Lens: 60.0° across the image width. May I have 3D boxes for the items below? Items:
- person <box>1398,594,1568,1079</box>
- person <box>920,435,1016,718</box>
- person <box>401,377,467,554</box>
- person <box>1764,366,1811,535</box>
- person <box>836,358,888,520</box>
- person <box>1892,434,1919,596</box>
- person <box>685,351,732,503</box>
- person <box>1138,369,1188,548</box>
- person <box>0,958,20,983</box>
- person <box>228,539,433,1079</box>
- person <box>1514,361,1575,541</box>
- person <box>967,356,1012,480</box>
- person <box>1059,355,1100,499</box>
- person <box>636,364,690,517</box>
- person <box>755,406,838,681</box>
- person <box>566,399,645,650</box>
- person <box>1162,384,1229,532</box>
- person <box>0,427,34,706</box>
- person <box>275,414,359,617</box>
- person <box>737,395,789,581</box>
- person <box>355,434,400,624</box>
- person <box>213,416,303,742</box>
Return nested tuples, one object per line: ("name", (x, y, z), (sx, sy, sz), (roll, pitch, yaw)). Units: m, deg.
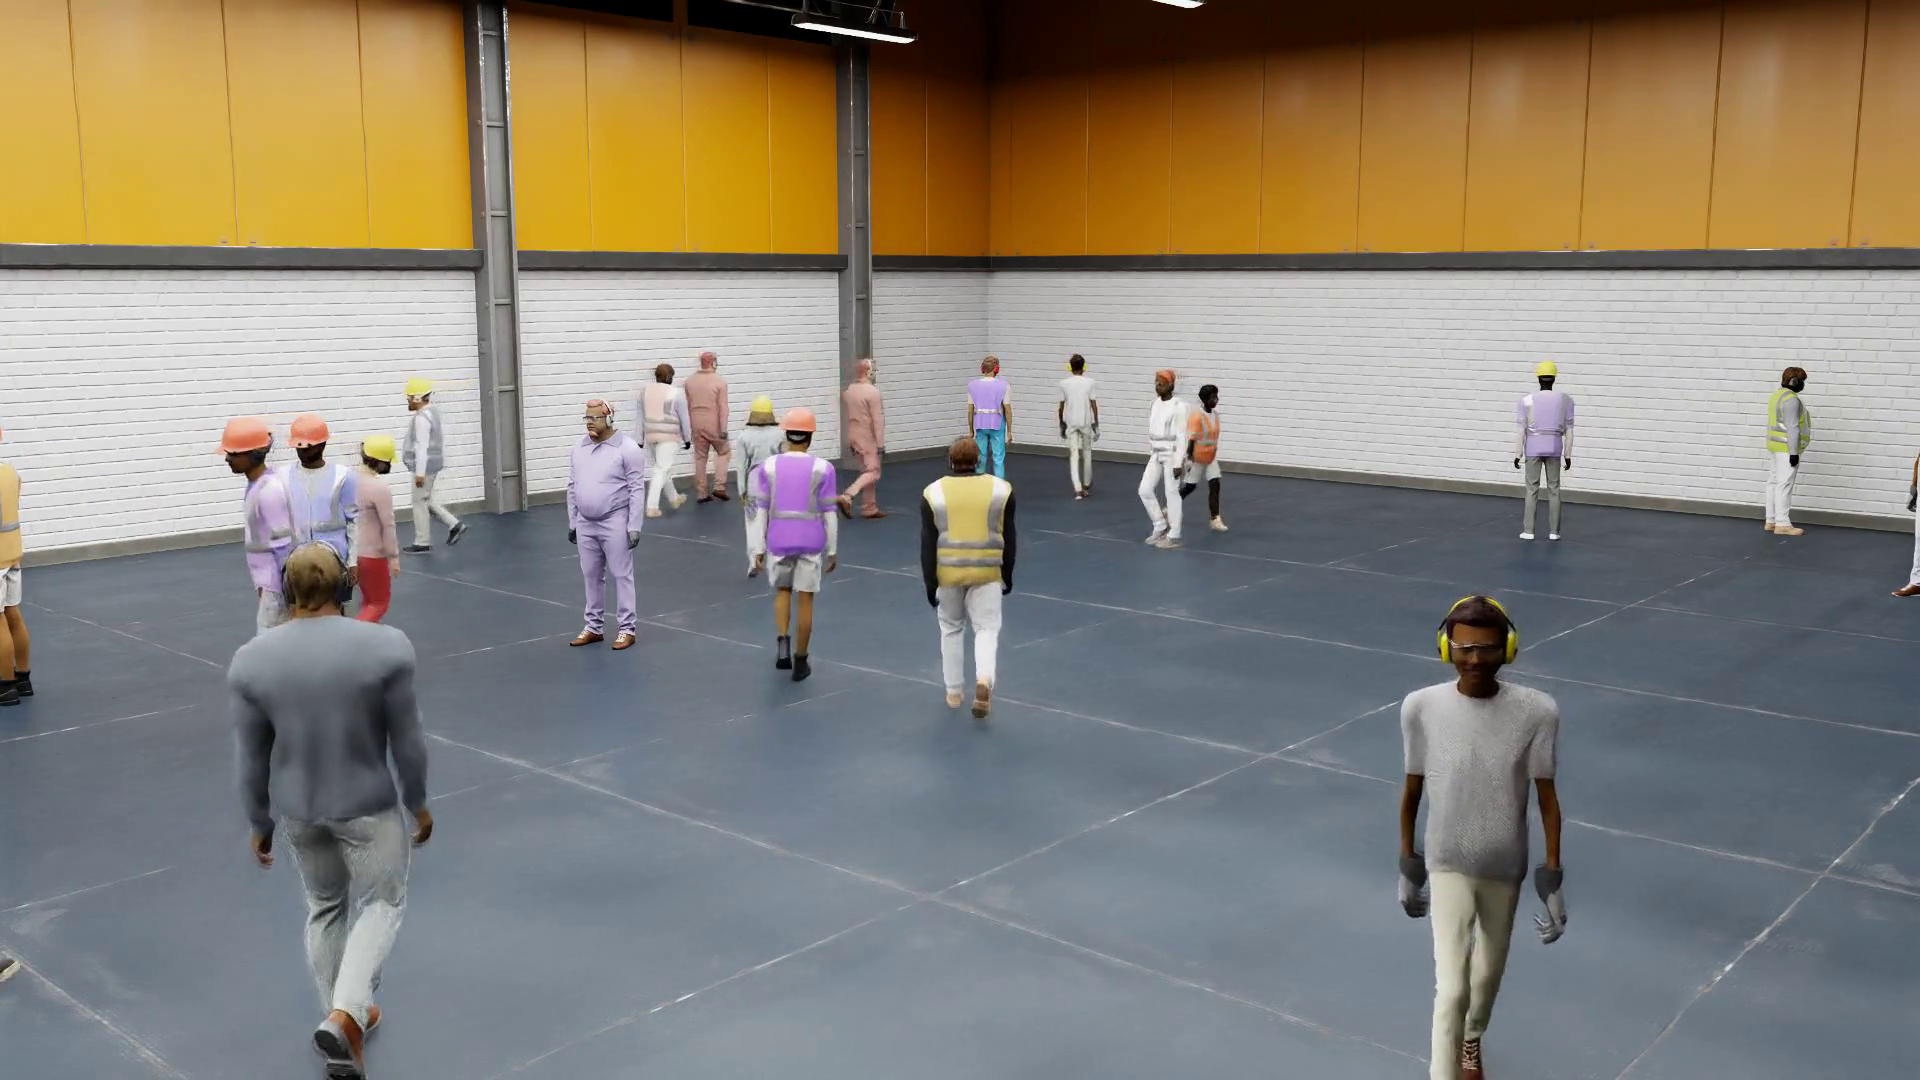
("person", (1.702, 1.058, 5.477), (0.524, 1.833, 0.939), (2, 9, 11))
("person", (0.055, 0.236, 10.688), (0.626, 1.818, 0.745), (0, 9, -1))
("person", (-5.396, -0.751, 16.891), (0.546, 1.815, 0.595), (-1, 9, -8))
("person", (9.092, -0.984, 18.272), (0.429, 1.840, 0.624), (1, 9, 8))
("person", (-1.128, -1.147, 19.170), (0.684, 1.888, 0.646), (-5, 11, -31))
("person", (8.475, -0.395, 14.472), (0.328, 1.872, 0.509), (-3, 10, -20))
("person", (-3.122, -1.410, 20.783), (0.644, 1.890, 0.511), (4, 10, 22))
("person", (2.114, -0.832, 17.215), (0.512, 1.867, 0.601), (-5, 10, -29))
("person", (-4.211, 0.907, 6.203), (1.032, 1.909, 0.595), (-4, 10, -24))
("person", (-2.208, 0.958, 5.827), (0.643, 1.923, 0.704), (-1, 9, -4))
("person", (6.227, -0.946, 17.764), (0.594, 1.922, 0.385), (2, 9, 10))
("person", (0.366, -1.340, 20.505), (0.563, 1.838, 0.390), (3, 9, 17))
("person", (1.538, -1.457, 21.305), (0.531, 1.814, 0.978), (1, 9, 7))
("person", (-3.500, -1.190, 19.746), (0.621, 1.783, 1.004), (4, 10, 26))
("person", (-1.138, 0.025, 11.664), (0.579, 1.920, 0.418), (1, 9, 6))
("person", (-2.715, -0.120, 12.633), (0.651, 1.907, 0.409), (4, 10, 22))
("person", (2.632, -0.931, 18.533), (0.567, 1.652, 0.811), (-9, 13, -43))
("person", (-6.380, 0.129, 10.955), (0.343, 1.942, 0.552), (-1, 9, -7))
("person", (-4.257, 0.127, 11.010), (0.542, 1.930, 0.374), (-2, 9, -12))
("person", (-1.816, -0.475, 15.435), (0.492, 1.731, 0.394), (-1, 9, -4))
("person", (-4.236, 0.107, 11.783), (0.586, 1.721, 0.641), (7, 12, 39))
("person", (-4.064, 0.238, 10.096), (0.759, 2.011, 0.637), (-4, 10, -25))
